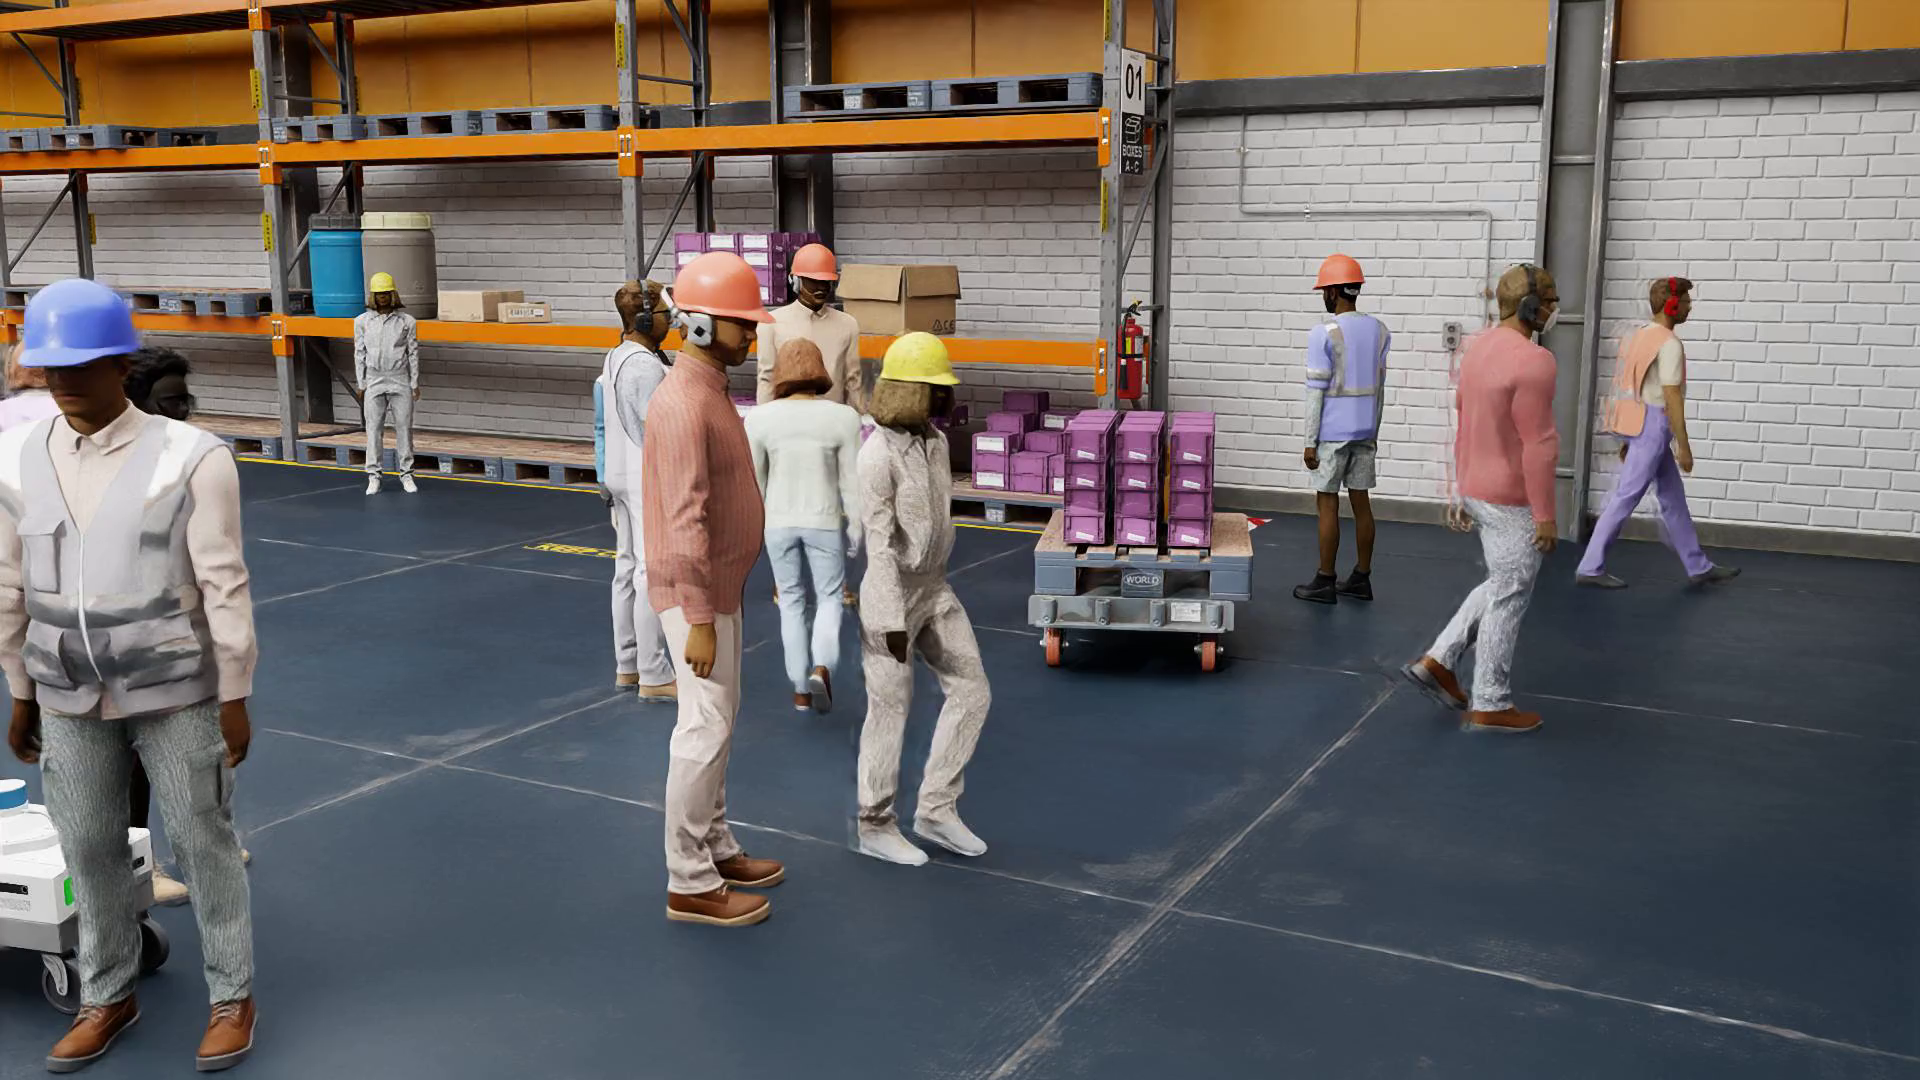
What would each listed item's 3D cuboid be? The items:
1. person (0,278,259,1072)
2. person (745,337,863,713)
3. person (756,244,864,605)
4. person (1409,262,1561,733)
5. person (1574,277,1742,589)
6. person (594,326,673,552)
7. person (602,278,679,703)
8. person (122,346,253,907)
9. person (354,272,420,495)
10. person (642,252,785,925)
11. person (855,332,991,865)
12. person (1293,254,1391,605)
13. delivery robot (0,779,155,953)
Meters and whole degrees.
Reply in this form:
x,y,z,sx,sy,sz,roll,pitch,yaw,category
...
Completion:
x,y,z,sx,sy,sz,roll,pitch,yaw,category
-1.995,0.350,3.979,0.615,1.933,0.430,0,10,0,person
-0.659,-0.043,6.992,0.507,1.615,0.511,0,10,1,person
-0.805,-0.607,9.059,0.612,1.986,0.407,-5,11,-25,person
2.213,-0.155,6.762,0.460,1.926,0.635,0,10,-2,person
4.013,-0.593,9.491,0.958,1.789,0.584,1,10,7,person
-1.589,-0.311,8.405,0.524,1.631,0.318,-7,12,-33,person
-1.368,-0.212,7.270,0.342,1.846,0.508,-7,12,-32,person
-2.445,0.255,5.123,0.321,1.696,0.534,3,11,14,person
-4.513,-1.230,13.129,0.483,1.745,0.299,-4,11,-19,person
-0.728,0.154,4.909,0.408,1.980,0.627,0,10,-2,person
-0.106,0.209,5.283,0.565,1.725,0.505,6,12,31,person
2.095,-0.604,9.202,0.544,1.929,0.388,-6,12,-28,person
-2.560,0.892,4.499,0.707,0.478,0.477,3,11,15,delivery robot
